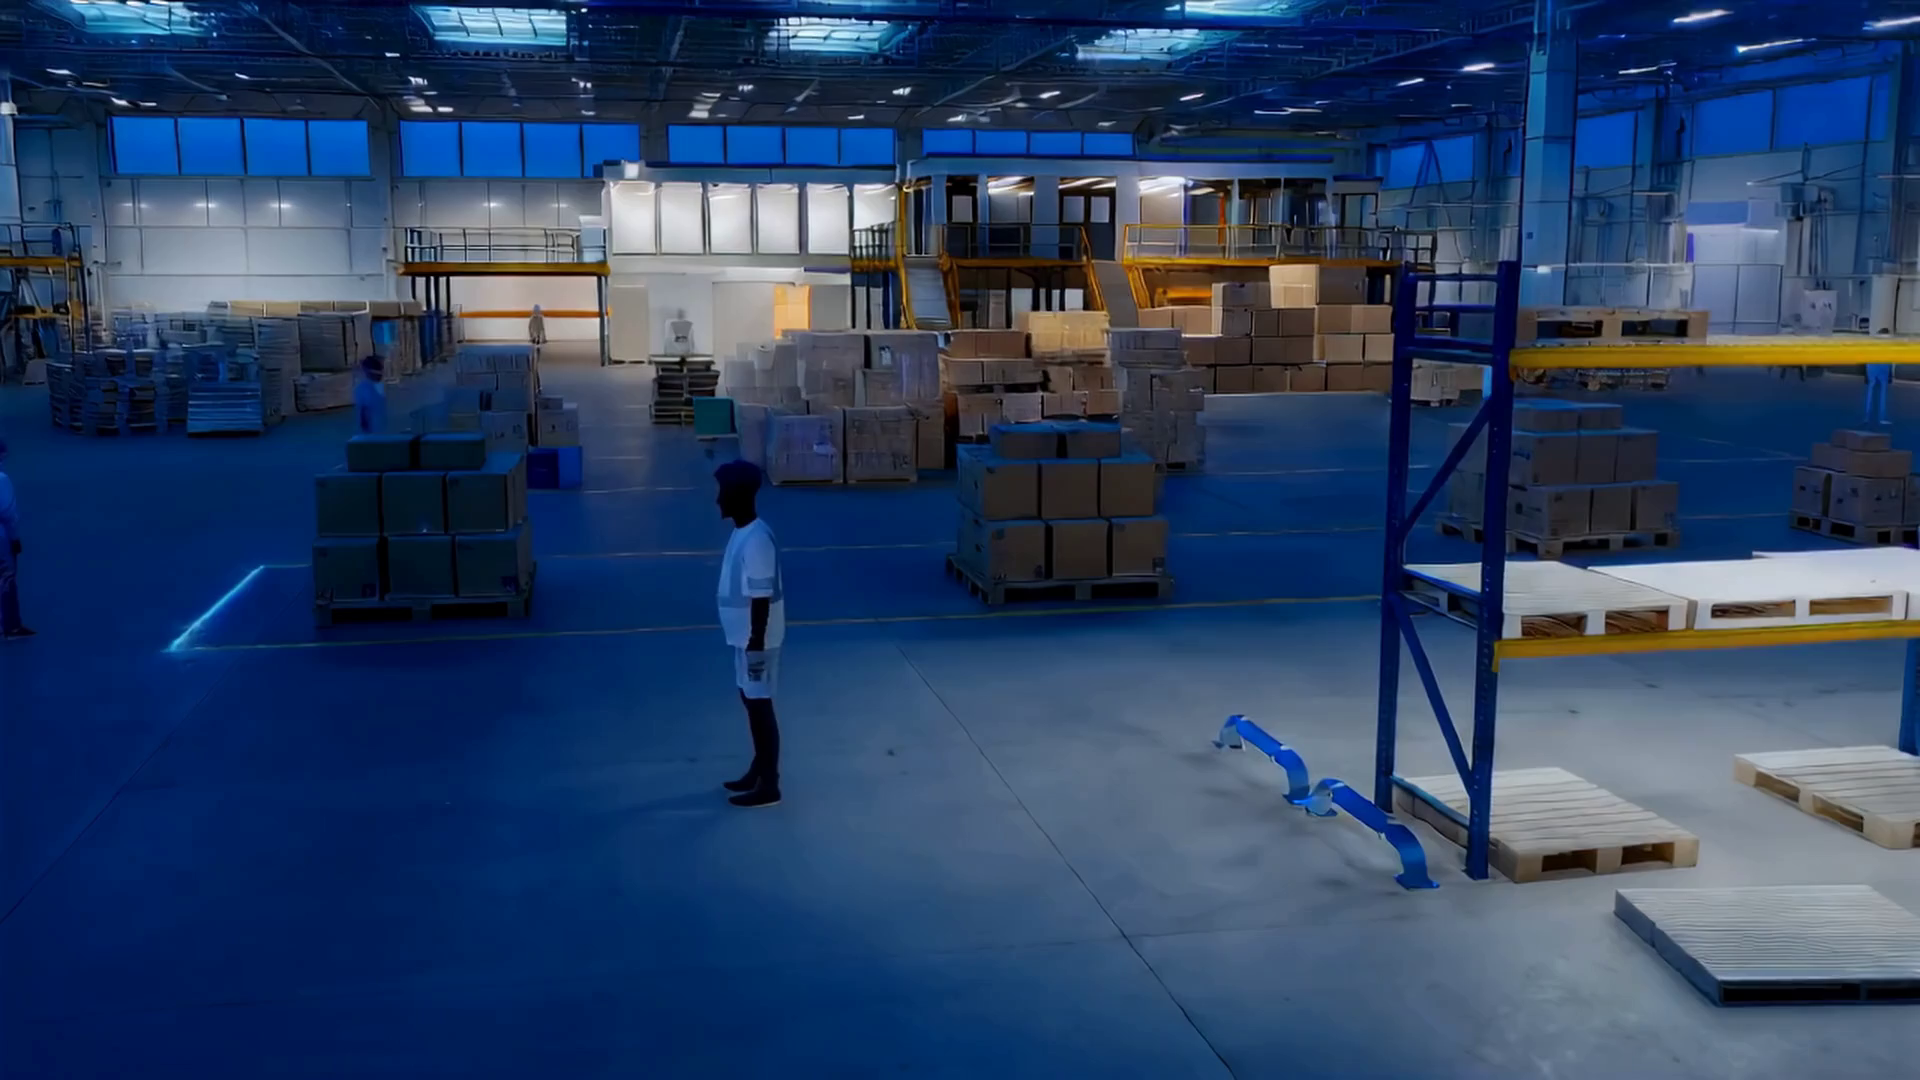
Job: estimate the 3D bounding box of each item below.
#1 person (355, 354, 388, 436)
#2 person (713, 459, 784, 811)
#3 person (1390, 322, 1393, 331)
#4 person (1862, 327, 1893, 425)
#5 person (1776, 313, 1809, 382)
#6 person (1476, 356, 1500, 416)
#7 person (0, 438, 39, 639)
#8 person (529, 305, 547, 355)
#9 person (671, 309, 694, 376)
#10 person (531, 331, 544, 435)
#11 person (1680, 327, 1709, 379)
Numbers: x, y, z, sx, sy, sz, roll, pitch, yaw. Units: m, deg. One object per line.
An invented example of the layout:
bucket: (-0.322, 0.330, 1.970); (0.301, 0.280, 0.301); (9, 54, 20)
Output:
person: (-7.551, -1.420, 21.243); (0.848, 1.911, 0.555); (2, 9, 10)
person: (-1.165, 0.523, 9.251); (0.371, 1.960, 0.608); (-3, 10, -16)
person: (10.989, -4.993, 42.814); (0.761, 1.976, 0.623); (-2, 10, -12)
person: (17.539, -3.127, 31.782); (0.512, 1.864, 0.325); (6, 11, 32)
person: (21.897, -5.046, 43.708); (0.676, 1.787, 0.940); (-1, 9, -7)
person: (8.969, -2.474, 27.875); (0.583, 1.849, 0.944); (-4, 10, -23)
person: (-7.792, -0.016, 13.498); (0.514, 1.639, 0.310); (6, 11, 34)
person: (-13.378, -6.530, 52.696); (0.542, 1.802, 0.927); (-3, 10, -17)
person: (-7.400, -5.203, 44.306); (0.616, 1.903, 0.456); (1, 9, 7)
person: (-7.595, -2.823, 29.931); (0.335, 1.864, 0.521); (-4, 10, -25)
person: (19.849, -5.242, 44.795); (0.648, 1.824, 0.632); (6, 11, 34)
